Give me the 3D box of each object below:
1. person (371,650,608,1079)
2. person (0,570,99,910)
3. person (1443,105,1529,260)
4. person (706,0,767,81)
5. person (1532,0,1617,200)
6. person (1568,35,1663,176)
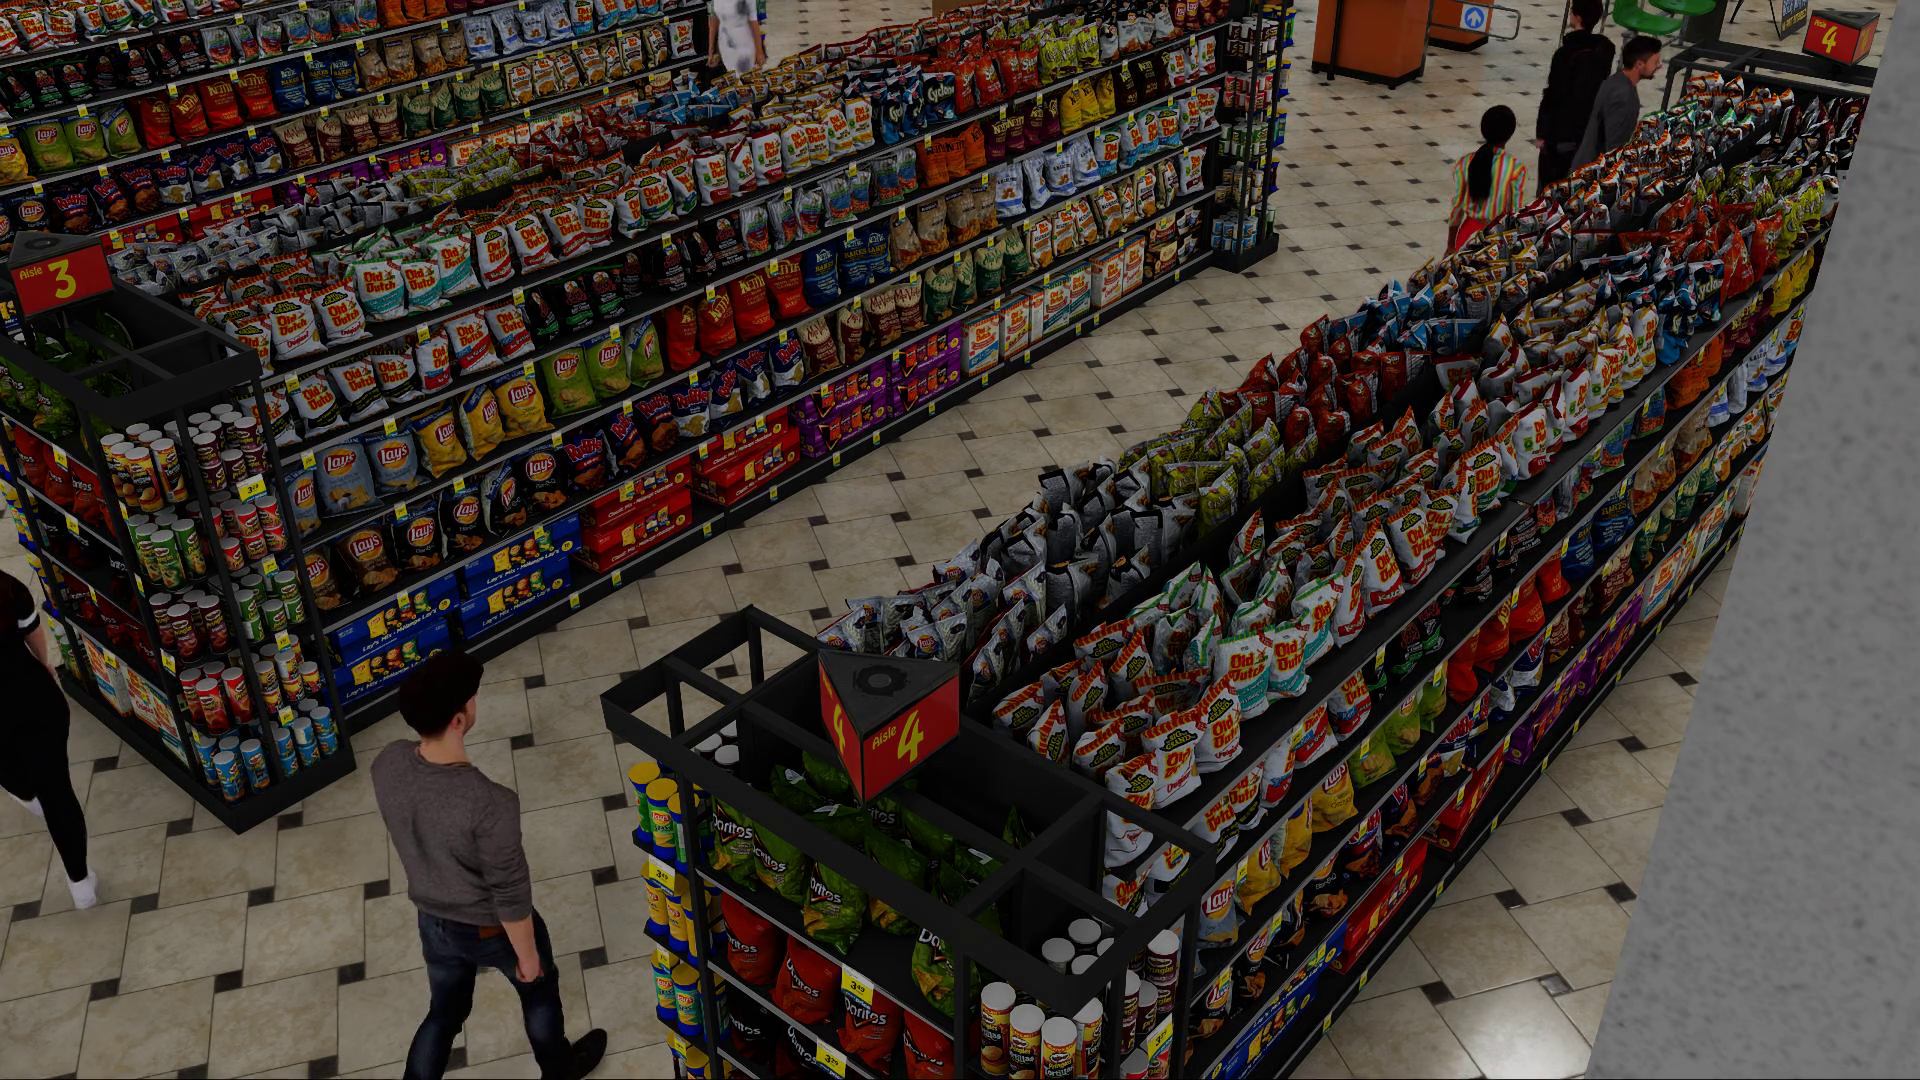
[{"bbox_3d":[-1.535,1.194,5.044,0.911,1.879,1.228,13,34,20],"label":"person"},{"bbox_3d":[-3.499,0.671,6.164,1.122,1.585,0.803,-24,39,-33],"label":"person"},{"bbox_3d":[2.977,-1.583,9.628,0.584,1.752,1.145,25,40,34],"label":"person"},{"bbox_3d":[-1.764,-3.992,13.532,0.697,1.719,1.034,17,36,25],"label":"person"},{"bbox_3d":[4.310,-2.852,11.594,0.743,1.829,0.869,-20,37,-29],"label":"person"},{"bbox_3d":[4.027,-2.335,10.752,0.946,1.841,0.948,9,33,13],"label":"person"}]
